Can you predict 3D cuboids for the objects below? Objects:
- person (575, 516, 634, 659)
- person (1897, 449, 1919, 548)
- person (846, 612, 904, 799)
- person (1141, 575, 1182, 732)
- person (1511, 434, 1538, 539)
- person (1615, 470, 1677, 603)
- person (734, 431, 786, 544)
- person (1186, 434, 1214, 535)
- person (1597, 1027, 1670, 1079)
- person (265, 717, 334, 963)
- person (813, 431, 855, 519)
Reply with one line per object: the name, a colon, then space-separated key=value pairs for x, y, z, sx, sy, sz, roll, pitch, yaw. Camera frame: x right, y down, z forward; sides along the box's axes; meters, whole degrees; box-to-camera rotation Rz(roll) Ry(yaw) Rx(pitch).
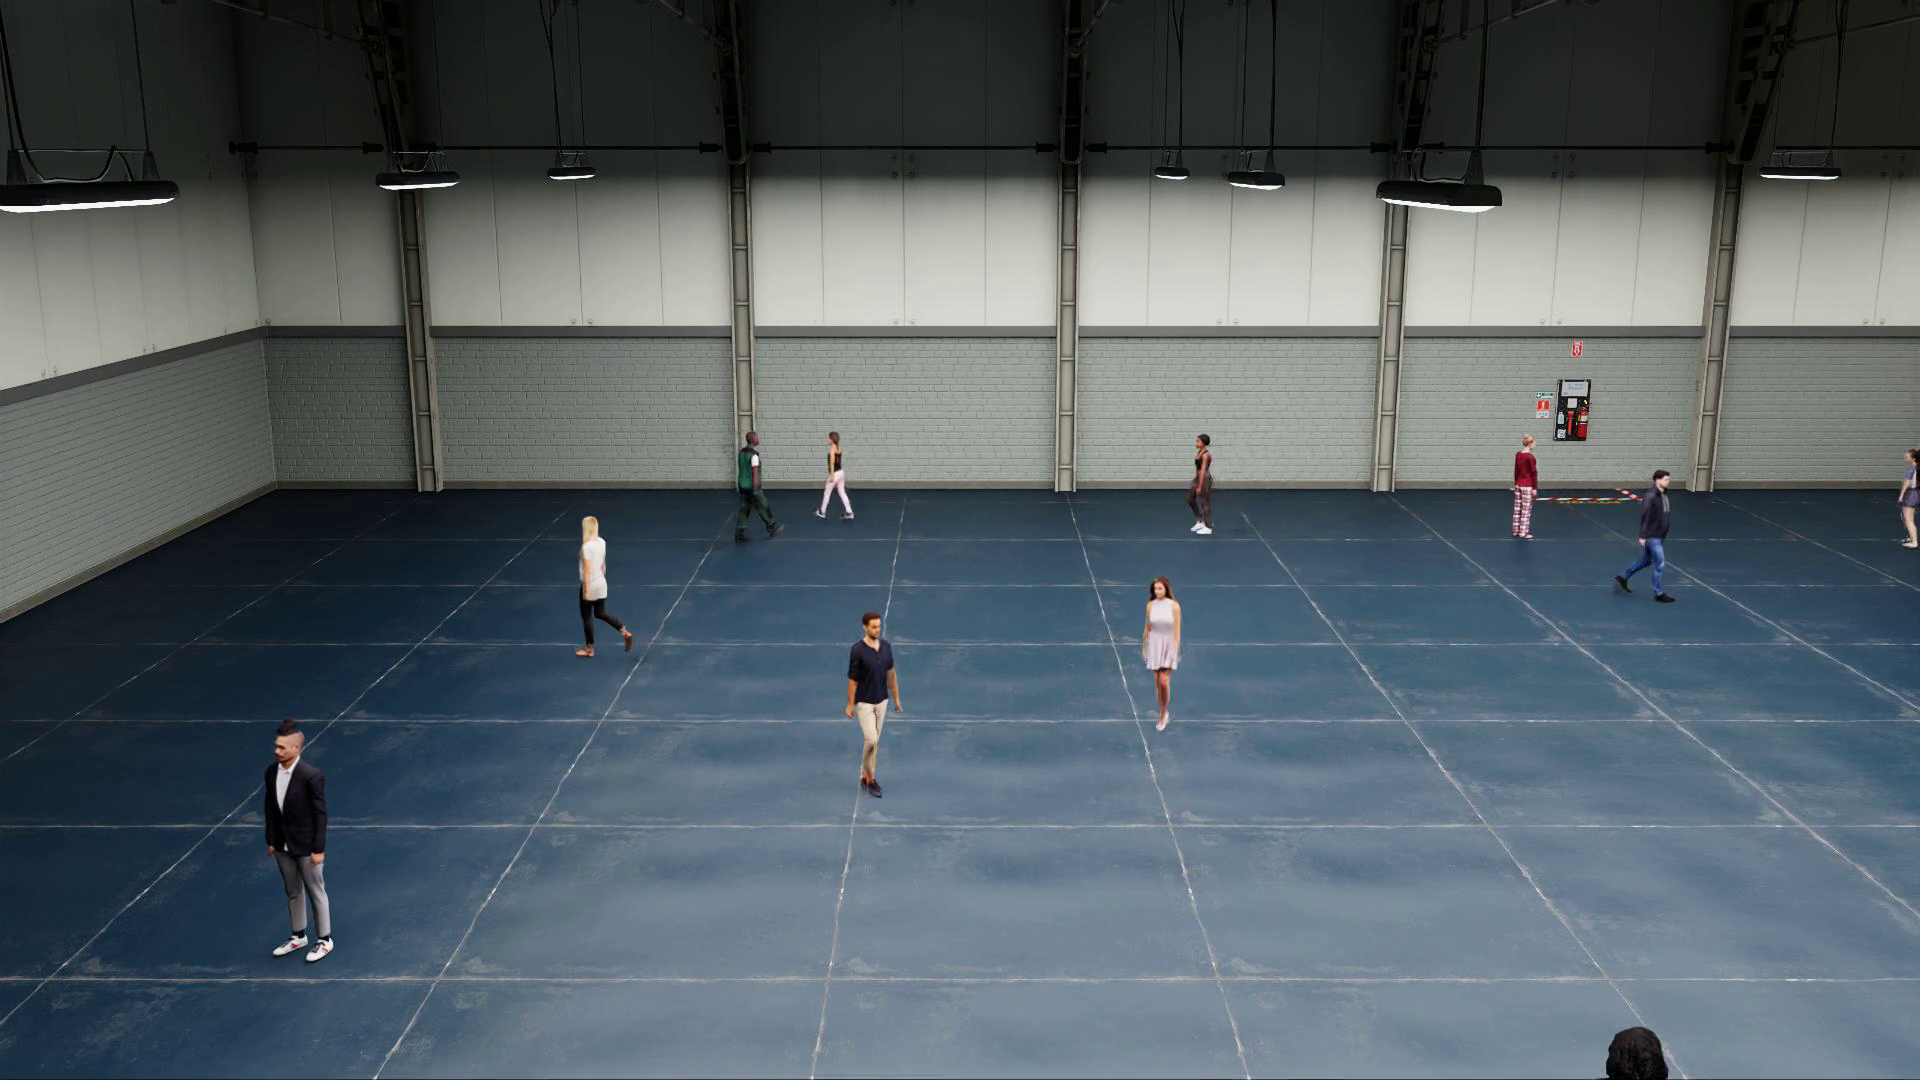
person: x=-4.463 y=0.610 z=20.714 sx=1.073 sy=1.807 sz=0.811 roll=4 pitch=14 yaw=17
person: x=15.291 y=-0.655 z=26.626 sx=0.740 sy=1.605 sz=0.807 roll=-7 pitch=15 yaw=-29
person: x=-0.931 y=1.582 z=16.437 sx=0.851 sy=1.843 sz=0.916 roll=-10 pitch=17 yaw=-38
person: x=2.246 y=1.223 z=18.183 sx=0.730 sy=1.754 sz=0.787 roll=7 pitch=15 yaw=27
person: x=9.320 y=-0.898 z=27.445 sx=0.626 sy=1.709 sz=0.678 roll=-5 pitch=14 yaw=-21
person: x=9.731 y=-0.069 z=23.528 sx=1.196 sy=1.860 sz=1.212 roll=-11 pitch=17 yaw=-40
person: x=-3.469 y=-0.822 z=26.923 sx=1.254 sy=1.796 sz=1.137 roll=-10 pitch=16 yaw=-37
person: x=4.119 y=-0.920 z=27.600 sx=0.690 sy=1.682 sz=0.648 roll=-3 pitch=13 yaw=-13
person: x=3.401 y=3.403 z=8.617 sx=0.966 sy=1.822 sz=0.887 roll=-9 pitch=16 yaw=-35
person: x=-5.169 y=2.316 z=13.009 sx=0.670 sy=1.958 sz=0.841 roll=5 pitch=14 yaw=20
person: x=-2.081 y=-1.077 z=28.623 sx=1.091 sy=1.525 sz=0.890 roll=8 pitch=15 yaw=31
